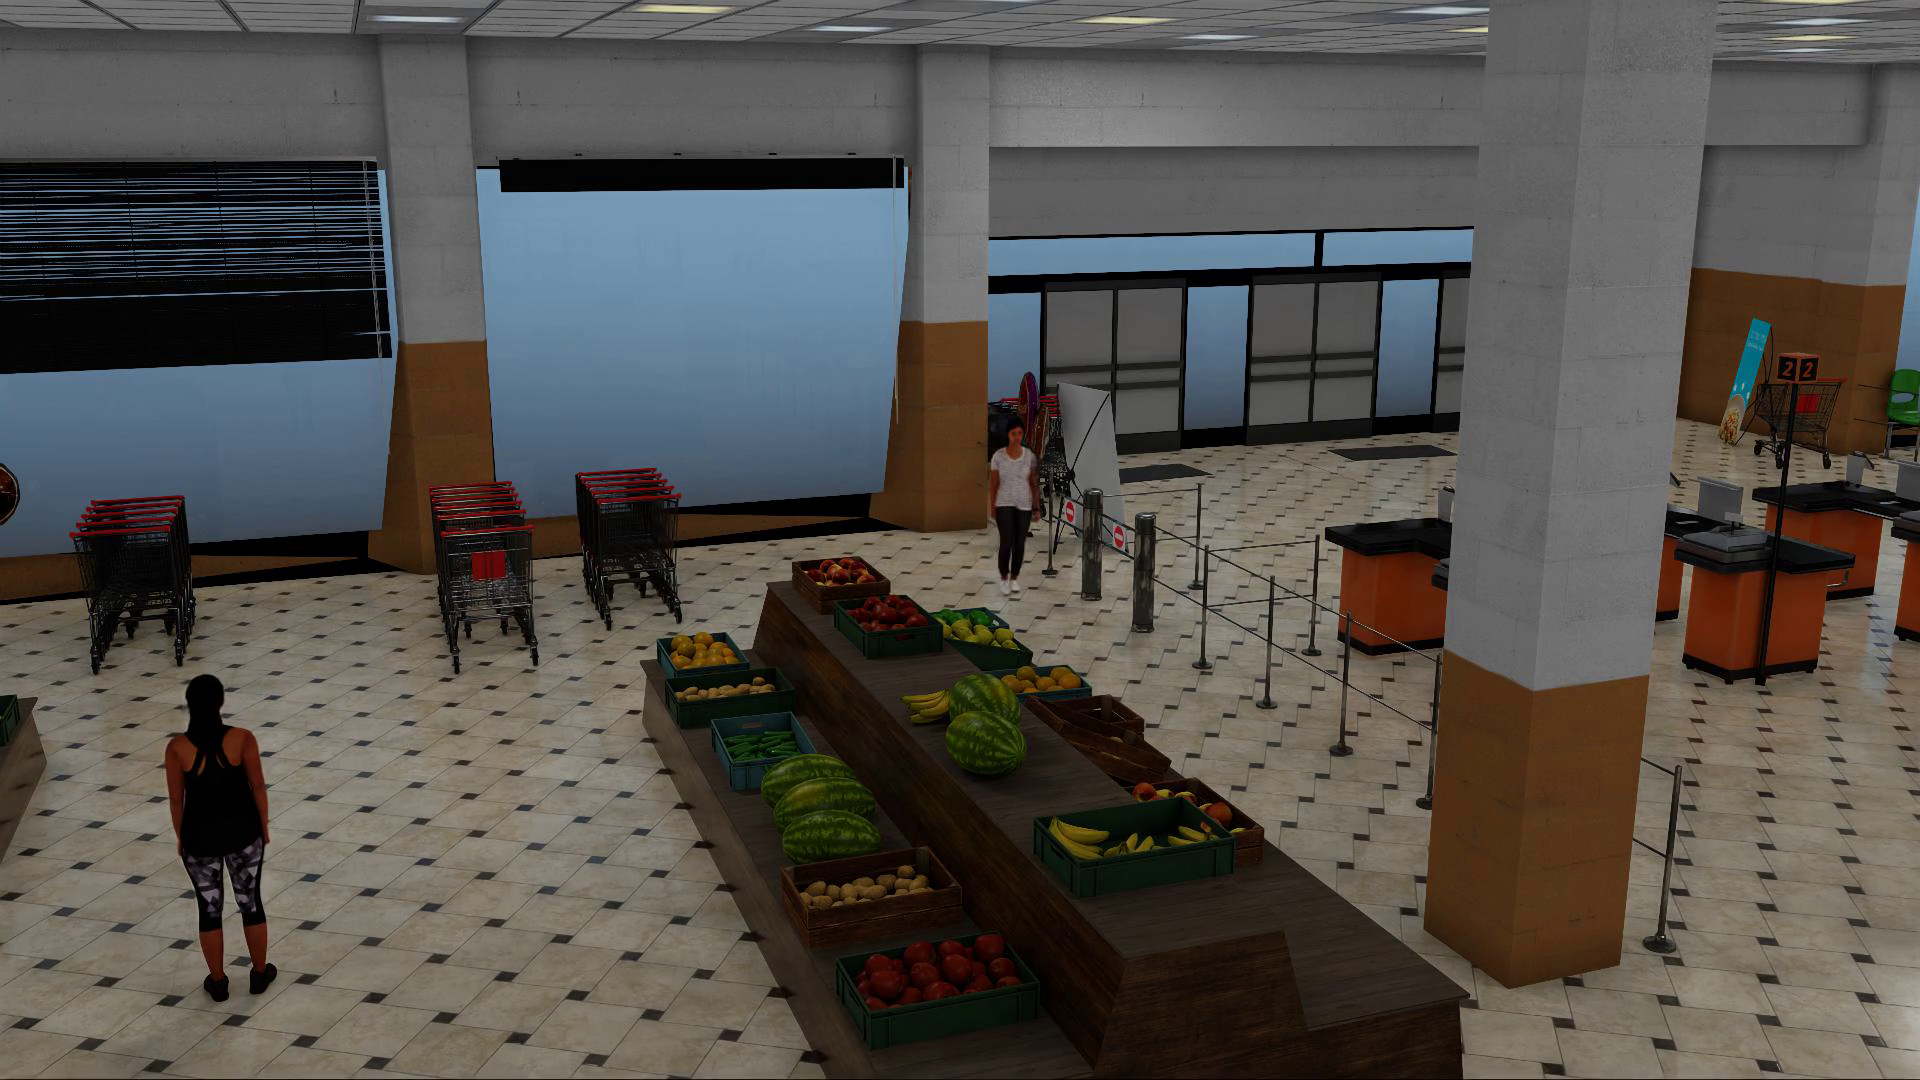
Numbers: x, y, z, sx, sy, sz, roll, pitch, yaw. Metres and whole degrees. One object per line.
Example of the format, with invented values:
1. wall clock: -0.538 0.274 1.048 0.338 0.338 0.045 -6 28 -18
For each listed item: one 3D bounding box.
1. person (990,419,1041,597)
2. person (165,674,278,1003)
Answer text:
1. person: 0.470 -0.309 15.223 0.615 1.625 0.675 -3 14 -12
2. person: -3.568 1.422 8.033 0.584 1.648 0.534 -6 15 -23
